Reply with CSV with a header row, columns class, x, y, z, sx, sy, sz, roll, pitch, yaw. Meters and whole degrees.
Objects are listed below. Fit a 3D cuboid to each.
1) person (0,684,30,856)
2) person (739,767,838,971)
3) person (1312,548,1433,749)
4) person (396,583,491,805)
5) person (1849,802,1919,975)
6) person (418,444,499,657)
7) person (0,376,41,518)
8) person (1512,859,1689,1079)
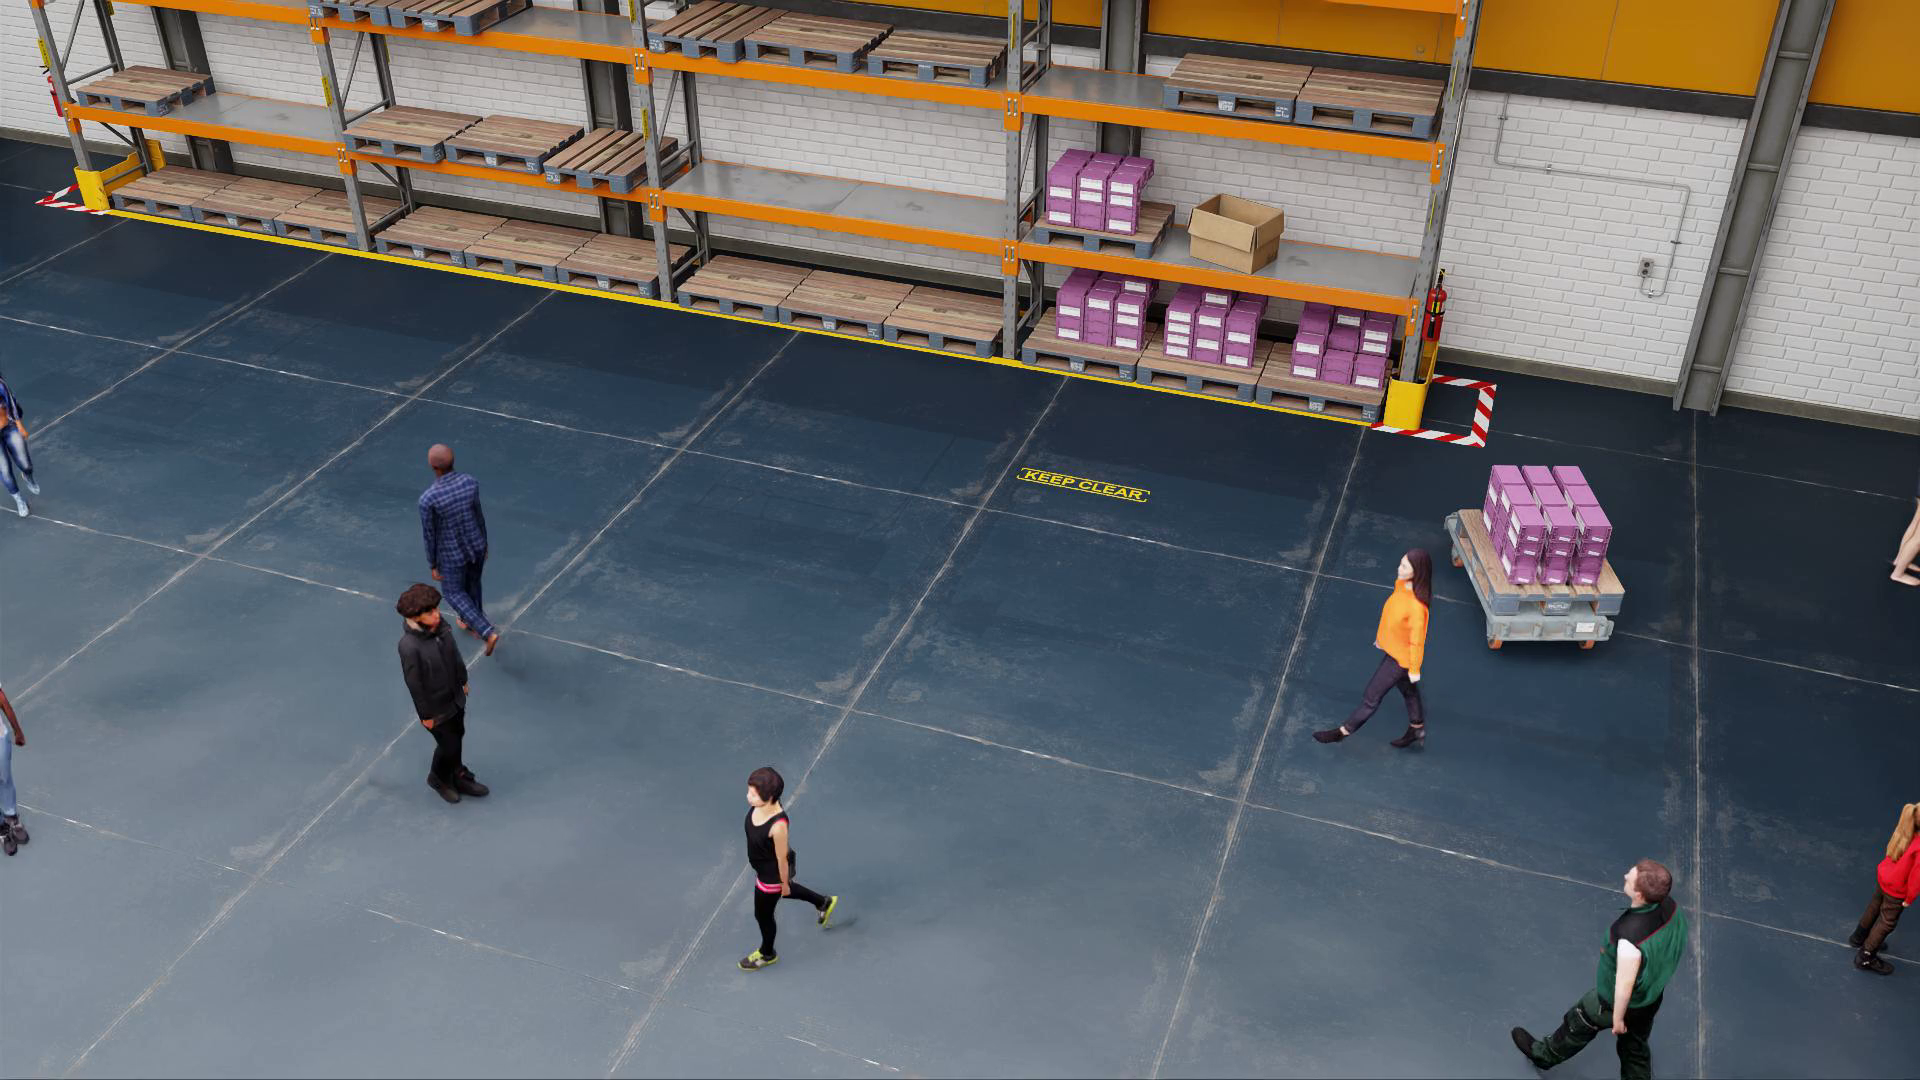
class,x,y,z,sx,sy,sz,roll,pitch,yaw
person,-6.474,1.298,10.938,0.753,1.713,0.724,26,42,34
person,-1.080,1.952,10.113,0.973,1.536,0.873,-12,35,-17
person,3.176,0.812,11.669,1.147,1.712,0.846,1,34,2
person,-3.598,1.041,11.270,0.631,1.772,0.632,11,35,16
person,5.721,2.086,10.142,0.524,1.282,0.513,6,34,8
person,-3.755,0.097,12.665,1.067,1.800,0.884,28,43,35
person,-8.337,-0.958,14.421,0.781,1.614,0.836,-20,38,-27
person,3.695,2.508,9.034,1.006,1.806,1.140,-20,38,-27
